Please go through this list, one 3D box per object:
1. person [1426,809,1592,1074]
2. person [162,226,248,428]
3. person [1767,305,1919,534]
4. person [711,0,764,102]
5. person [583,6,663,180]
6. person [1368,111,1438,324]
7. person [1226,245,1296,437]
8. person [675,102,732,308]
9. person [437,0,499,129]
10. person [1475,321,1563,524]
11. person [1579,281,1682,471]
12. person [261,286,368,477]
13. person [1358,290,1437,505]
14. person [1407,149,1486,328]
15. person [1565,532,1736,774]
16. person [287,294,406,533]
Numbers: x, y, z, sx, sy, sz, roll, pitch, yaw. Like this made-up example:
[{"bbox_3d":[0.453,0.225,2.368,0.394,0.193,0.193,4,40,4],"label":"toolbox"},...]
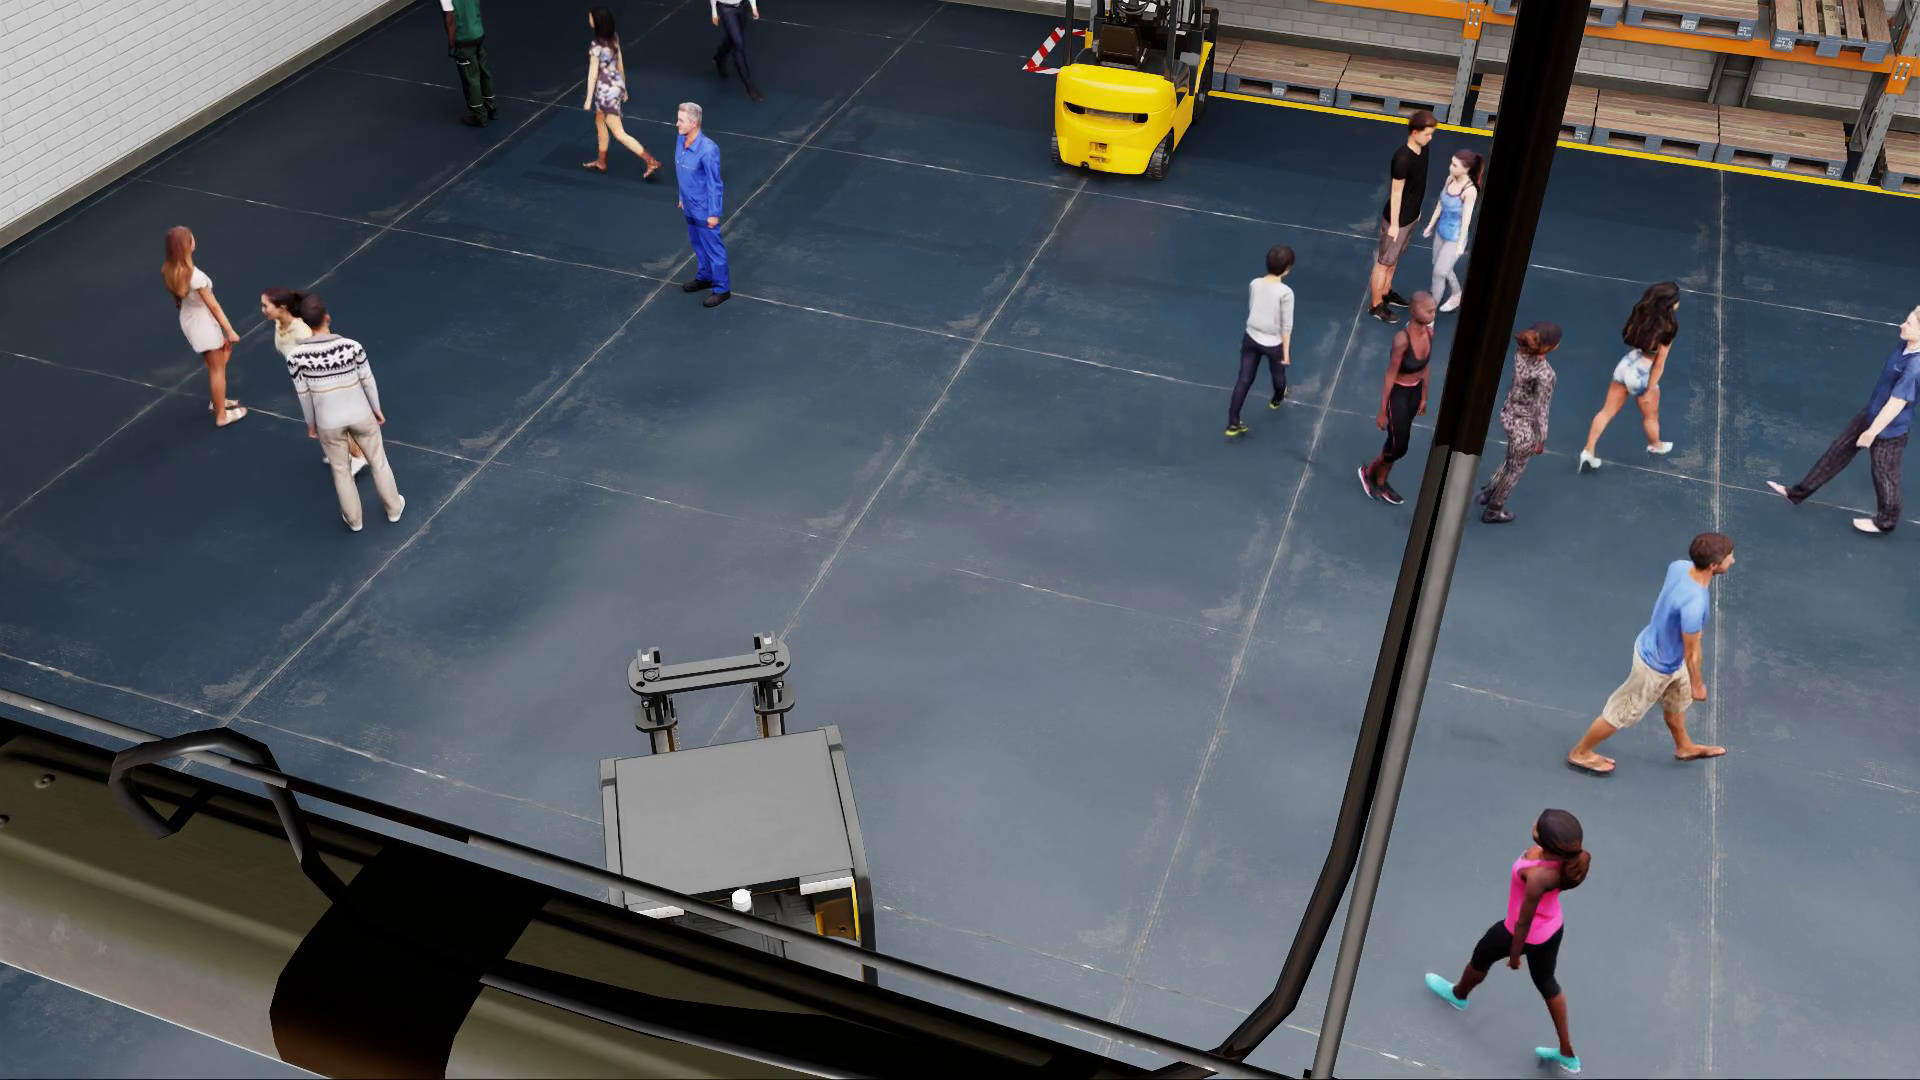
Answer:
[{"bbox_3d":[2.930,2.003,8.312,0.962,1.687,1.178,-27,46,-29],"label":"person"},{"bbox_3d":[-5.914,-1.595,12.825,0.630,1.678,0.724,27,46,30],"label":"person"},{"bbox_3d":[6.615,-0.801,11.709,1.123,1.829,0.709,11,40,14],"label":"person"},{"bbox_3d":[-2.502,-5.753,17.903,1.089,1.839,1.360,-27,46,-30],"label":"person"},{"bbox_3d":[-3.339,-4.310,16.206,1.134,1.701,0.677,9,39,11],"label":"person"},{"bbox_3d":[3.757,-2.786,14.171,0.676,1.859,0.739,23,44,26],"label":"person"},{"bbox_3d":[2.295,-1.481,12.830,1.078,1.493,0.864,27,46,29],"label":"person"},{"bbox_3d":[-2.233,-2.919,14.361,0.854,1.830,0.715,-26,45,-29],"label":"person"},{"bbox_3d":[-5.094,-5.187,17.194,0.640,1.839,0.709,18,42,21],"label":"person"},{"bbox_3d":[3.907,-0.812,11.823,0.761,1.704,0.712,-6,39,-7],"label":"person"},{"bbox_3d":[4.957,-1.168,12.367,1.079,1.581,0.950,-11,40,-13],"label":"person"},{"bbox_3d":[-4.785,-1.186,12.364,0.822,1.613,0.735,-28,47,-31],"label":"person"},{"bbox_3d":[3.138,-1.064,12.099,0.728,1.754,0.764,-28,46,-30],"label":"person"},{"bbox_3d":[4.210,-2.587,14.133,0.980,1.595,0.855,-8,39,-10],"label":"person"},{"bbox_3d":[4.037,0.707,9.826,1.168,1.823,0.686,10,40,12],"label":"person"},{"bbox_3d":[-4.371,-0.883,11.788,0.733,1.860,0.811,-14,41,-17],"label":"person"}]
